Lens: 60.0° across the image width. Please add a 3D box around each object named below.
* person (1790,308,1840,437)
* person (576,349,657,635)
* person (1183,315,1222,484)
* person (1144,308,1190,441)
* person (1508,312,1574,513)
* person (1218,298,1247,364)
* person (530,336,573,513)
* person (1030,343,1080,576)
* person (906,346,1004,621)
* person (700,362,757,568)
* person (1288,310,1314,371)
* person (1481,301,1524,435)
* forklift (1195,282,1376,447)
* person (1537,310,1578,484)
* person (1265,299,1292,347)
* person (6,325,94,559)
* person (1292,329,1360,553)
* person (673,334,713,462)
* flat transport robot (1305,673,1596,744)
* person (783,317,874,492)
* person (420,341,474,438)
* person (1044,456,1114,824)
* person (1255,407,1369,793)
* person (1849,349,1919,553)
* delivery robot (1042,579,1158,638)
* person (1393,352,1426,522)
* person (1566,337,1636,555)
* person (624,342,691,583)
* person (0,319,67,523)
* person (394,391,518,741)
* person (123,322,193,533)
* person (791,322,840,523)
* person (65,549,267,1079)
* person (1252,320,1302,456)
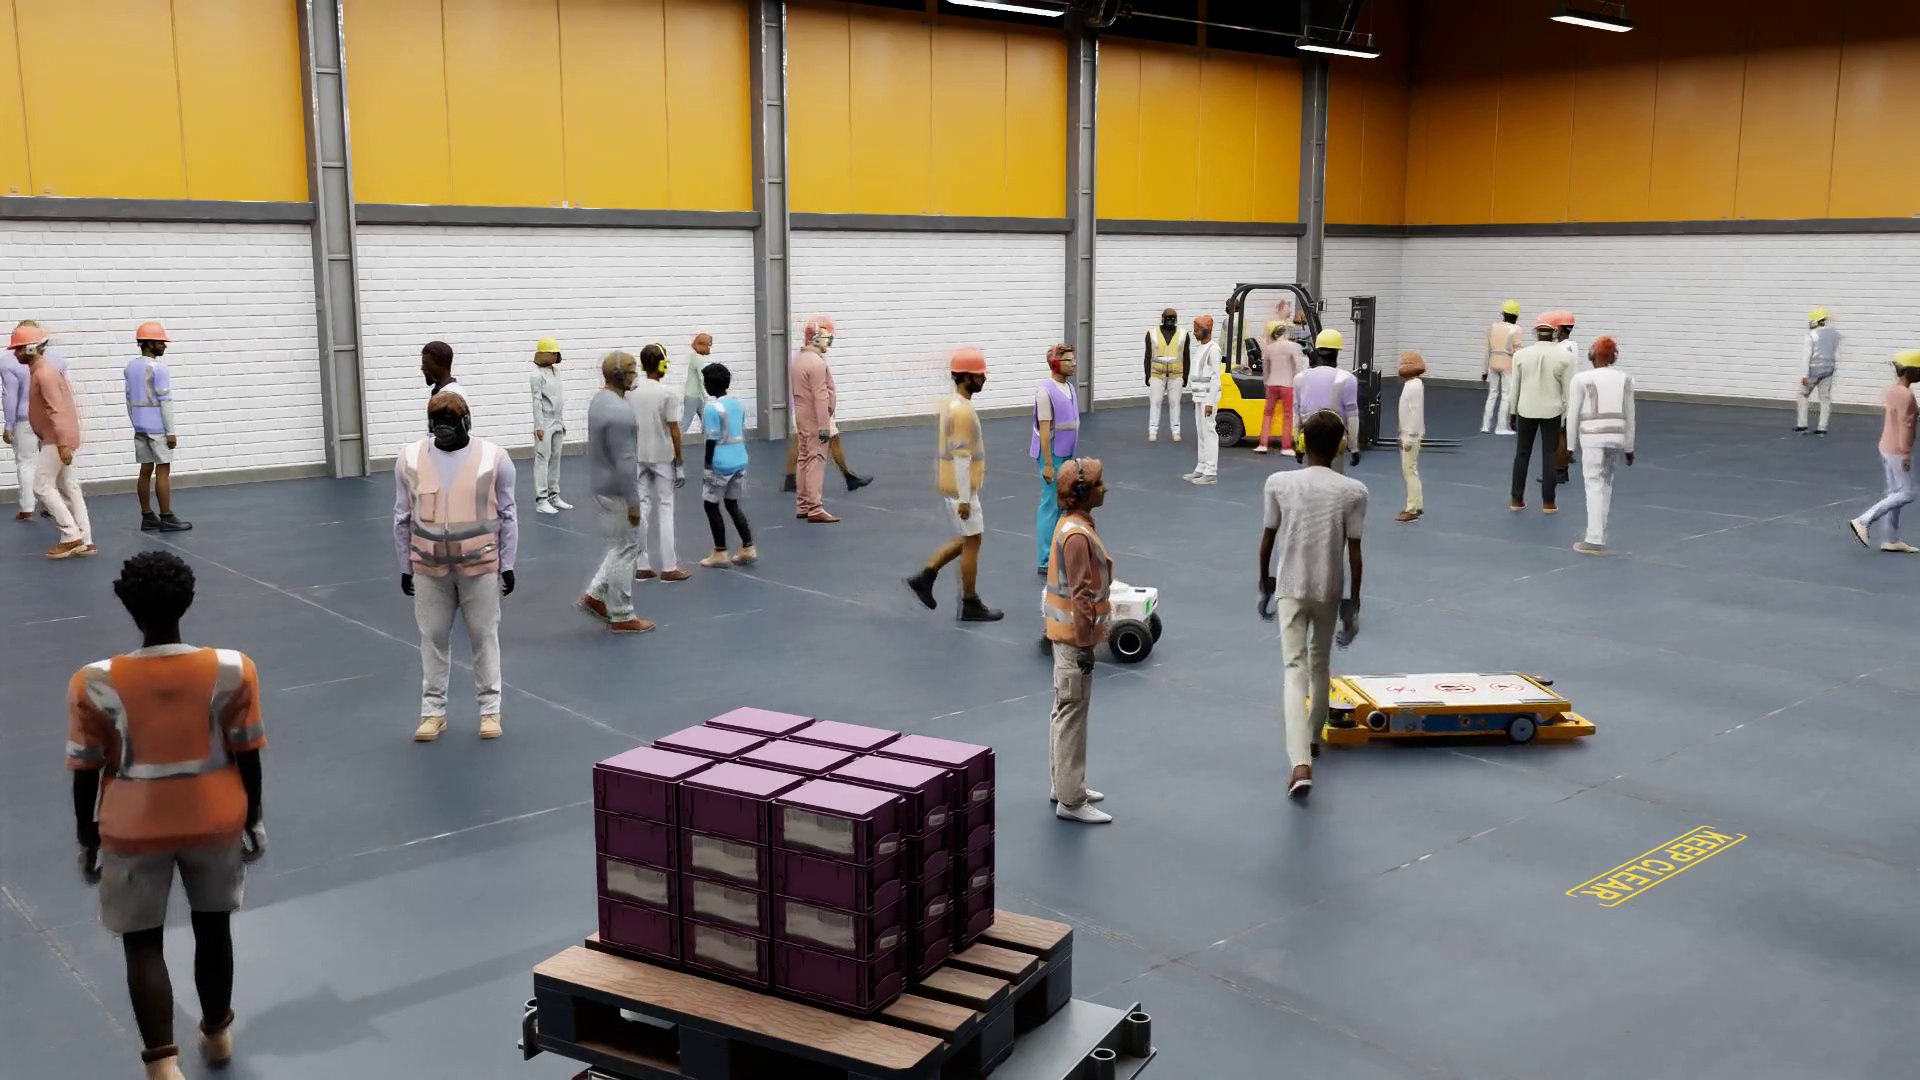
[{"bbox_3d":[12.067,-2.365,23.471,0.625,1.804,0.615,-2,10,-9],"label":"person"},{"bbox_3d":[-2.264,-0.309,11.091,0.441,1.922,0.646,-4,10,-22],"label":"person"},{"bbox_3d":[2.725,-1.562,18.536,0.355,1.887,0.573,-1,10,-8],"label":"person"},{"bbox_3d":[2.833,-2.254,22.769,0.627,1.838,0.430,1,10,4],"label":"person"},{"bbox_3d":[5.754,-1.261,16.489,0.620,1.986,0.403,5,11,29],"label":"person"},{"bbox_3d":[4.517,-3.104,27.697,0.429,1.844,0.626,6,11,31],"label":"person"},{"bbox_3d":[-4.058,-1.142,16.499,0.295,1.744,0.491,3,10,15],"label":"person"},{"bbox_3d":[0.765,-0.640,13.247,0.390,1.850,0.564,4,11,23],"label":"person"},{"bbox_3d":[-0.015,-0.376,11.479,0.580,1.927,0.558,-1,10,-6],"label":"person"},{"bbox_3d":[-1.925,-0.600,13.478,0.373,1.676,0.568,4,10,22],"label":"person"},{"bbox_3d":[5.715,-3.057,28.024,0.497,1.634,0.278,3,10,17],"label":"person"},{"bbox_3d":[7.692,-2.431,23.631,0.364,1.900,0.693,-7,12,-34],"label":"person"},{"bbox_3d":[4.328,-2.346,22.227,2.313,2.155,1.214,3,10,16],"label":"forklift"},{"bbox_3d":[6.689,-1.598,18.593,0.356,1.936,0.551,6,11,31],"label":"person"},{"bbox_3d":[5.028,-2.863,26.277,0.971,1.848,0.664,2,10,13],"label":"person"},{"bbox_3d":[-7.624,-0.812,13.938,0.553,1.958,0.619,-4,11,-23],"label":"person"},{"bbox_3d":[3.097,-0.823,14.103,0.590,1.925,0.396,9,13,41],"label":"person"},{"bbox_3d":[-3.230,-1.742,20.482,0.900,1.578,0.525,-3,10,-15],"label":"person"},{"bbox_3d":[2.573,0.889,8.910,1.431,0.197,0.652,-1,10,-5],"label":"flat transport robot"},{"bbox_3d":[-1.466,-1.447,17.858,0.990,1.882,0.563,-2,10,-14],"label":"person"},{"bbox_3d":[-3.755,-0.511,12.299,0.373,1.914,0.597,-5,11,-26],"label":"person"},{"bbox_3d":[0.533,0.443,7.509,0.309,1.645,0.515,0,10,-1],"label":"person"},{"bbox_3d":[1.694,0.272,8.027,0.507,1.823,1.005,1,10,6],"label":"person"},{"bbox_3d":[7.951,-0.752,14.150,0.489,1.751,0.546,3,10,19],"label":"person"},{"bbox_3d":[0.888,0.413,10.589,0.707,0.478,0.477,2,10,14],"label":"delivery robot"},{"bbox_3d":[4.322,-0.986,15.959,0.326,1.618,0.571,2,10,13],"label":"person"},{"bbox_3d":[5.534,-0.828,14.404,0.604,1.833,0.823,-2,10,-10],"label":"person"},{"bbox_3d":[-2.373,-0.596,12.946,0.532,1.865,0.310,4,10,22],"label":"person"},{"bbox_3d":[-8.863,-1.132,15.944,0.402,1.930,0.651,6,11,32],"label":"person"},{"bbox_3d":[-2.636,0.138,8.718,0.624,1.844,0.430,-1,10,-6],"label":"person"},{"bbox_3d":[-7.410,-1.036,15.316,0.547,1.934,0.375,5,11,29],"label":"person"},{"bbox_3d":[-1.375,-1.123,15.917,0.402,1.904,0.652,-4,11,-24],"label":"person"},{"bbox_3d":[-2.336,0.863,4.952,0.541,1.682,0.680,-5,11,-29],"label":"person"},{"bbox_3d":[4.055,-1.922,21.154,0.638,1.722,0.359,8,13,39],"label":"person"}]
